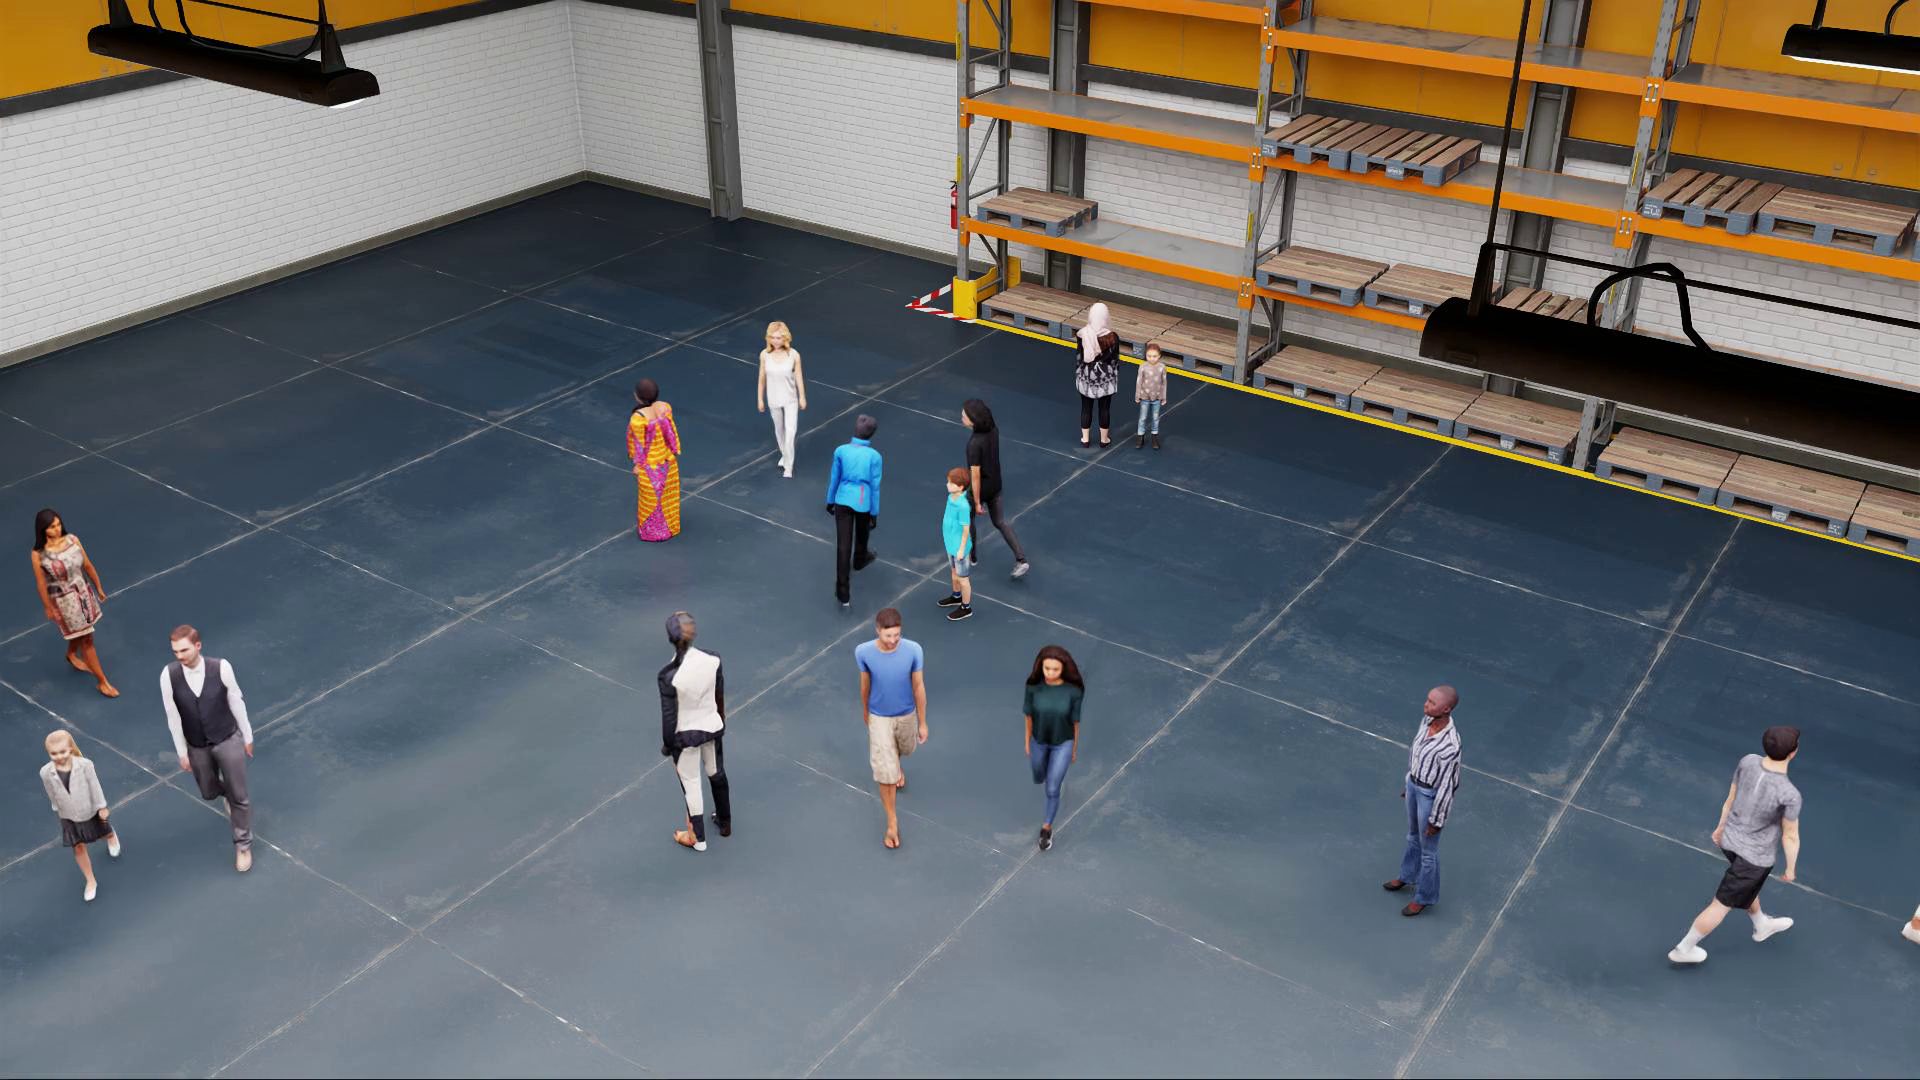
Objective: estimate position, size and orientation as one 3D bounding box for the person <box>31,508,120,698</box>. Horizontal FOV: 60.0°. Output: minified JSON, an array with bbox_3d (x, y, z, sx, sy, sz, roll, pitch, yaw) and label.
[{"bbox_3d":[-7.393,0.454,13.758,1.020,1.630,0.678,15,32,26],"label":"person"}]

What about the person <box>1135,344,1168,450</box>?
[{"bbox_3d":[2.062,-1.561,17.909,0.524,1.193,0.618,2,29,3],"label":"person"}]

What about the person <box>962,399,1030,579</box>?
[{"bbox_3d":[0.305,-0.457,15.267,1.078,1.784,0.681,22,35,34],"label":"person"}]

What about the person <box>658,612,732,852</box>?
[{"bbox_3d":[-1.875,1.362,11.821,0.740,1.891,0.681,-22,35,-34],"label":"person"}]

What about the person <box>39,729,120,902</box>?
[{"bbox_3d":[-6.134,1.840,11.609,0.798,1.254,0.912,-9,30,-16],"label":"person"}]

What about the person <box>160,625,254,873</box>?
[{"bbox_3d":[-5.277,1.377,11.766,1.013,1.917,1.119,-9,30,-16],"label":"person"}]

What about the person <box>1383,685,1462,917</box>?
[{"bbox_3d":[3.158,1.741,11.226,0.760,1.795,0.695,-5,29,-10],"label":"person"}]

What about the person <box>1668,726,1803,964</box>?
[{"bbox_3d":[5.001,2.007,10.703,1.220,1.829,1.216,-7,29,-13],"label":"person"}]

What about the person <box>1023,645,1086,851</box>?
[{"bbox_3d":[0.677,1.422,12.016,0.967,1.599,0.872,7,29,12],"label":"person"}]

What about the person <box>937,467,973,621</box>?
[{"bbox_3d":[-0.011,0.005,14.771,0.659,1.448,0.573,-10,30,-18],"label":"person"}]

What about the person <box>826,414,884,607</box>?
[{"bbox_3d":[-0.950,-0.236,14.910,1.237,1.739,1.124,2,29,4],"label":"person"}]

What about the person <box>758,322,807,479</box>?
[{"bbox_3d":[-1.838,-1.509,17.341,1.008,1.645,0.965,3,29,6],"label":"person"}]

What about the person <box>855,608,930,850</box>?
[{"bbox_3d":[-0.506,1.218,12.148,1.225,1.830,1.261,-5,29,-8],"label":"person"}]

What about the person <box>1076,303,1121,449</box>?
[{"bbox_3d":[1.466,-1.763,17.815,0.711,1.637,0.802,3,29,6],"label":"person"}]

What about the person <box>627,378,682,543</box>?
[{"bbox_3d":[-2.976,-0.815,16.030,0.642,1.682,0.639,17,33,28],"label":"person"}]
